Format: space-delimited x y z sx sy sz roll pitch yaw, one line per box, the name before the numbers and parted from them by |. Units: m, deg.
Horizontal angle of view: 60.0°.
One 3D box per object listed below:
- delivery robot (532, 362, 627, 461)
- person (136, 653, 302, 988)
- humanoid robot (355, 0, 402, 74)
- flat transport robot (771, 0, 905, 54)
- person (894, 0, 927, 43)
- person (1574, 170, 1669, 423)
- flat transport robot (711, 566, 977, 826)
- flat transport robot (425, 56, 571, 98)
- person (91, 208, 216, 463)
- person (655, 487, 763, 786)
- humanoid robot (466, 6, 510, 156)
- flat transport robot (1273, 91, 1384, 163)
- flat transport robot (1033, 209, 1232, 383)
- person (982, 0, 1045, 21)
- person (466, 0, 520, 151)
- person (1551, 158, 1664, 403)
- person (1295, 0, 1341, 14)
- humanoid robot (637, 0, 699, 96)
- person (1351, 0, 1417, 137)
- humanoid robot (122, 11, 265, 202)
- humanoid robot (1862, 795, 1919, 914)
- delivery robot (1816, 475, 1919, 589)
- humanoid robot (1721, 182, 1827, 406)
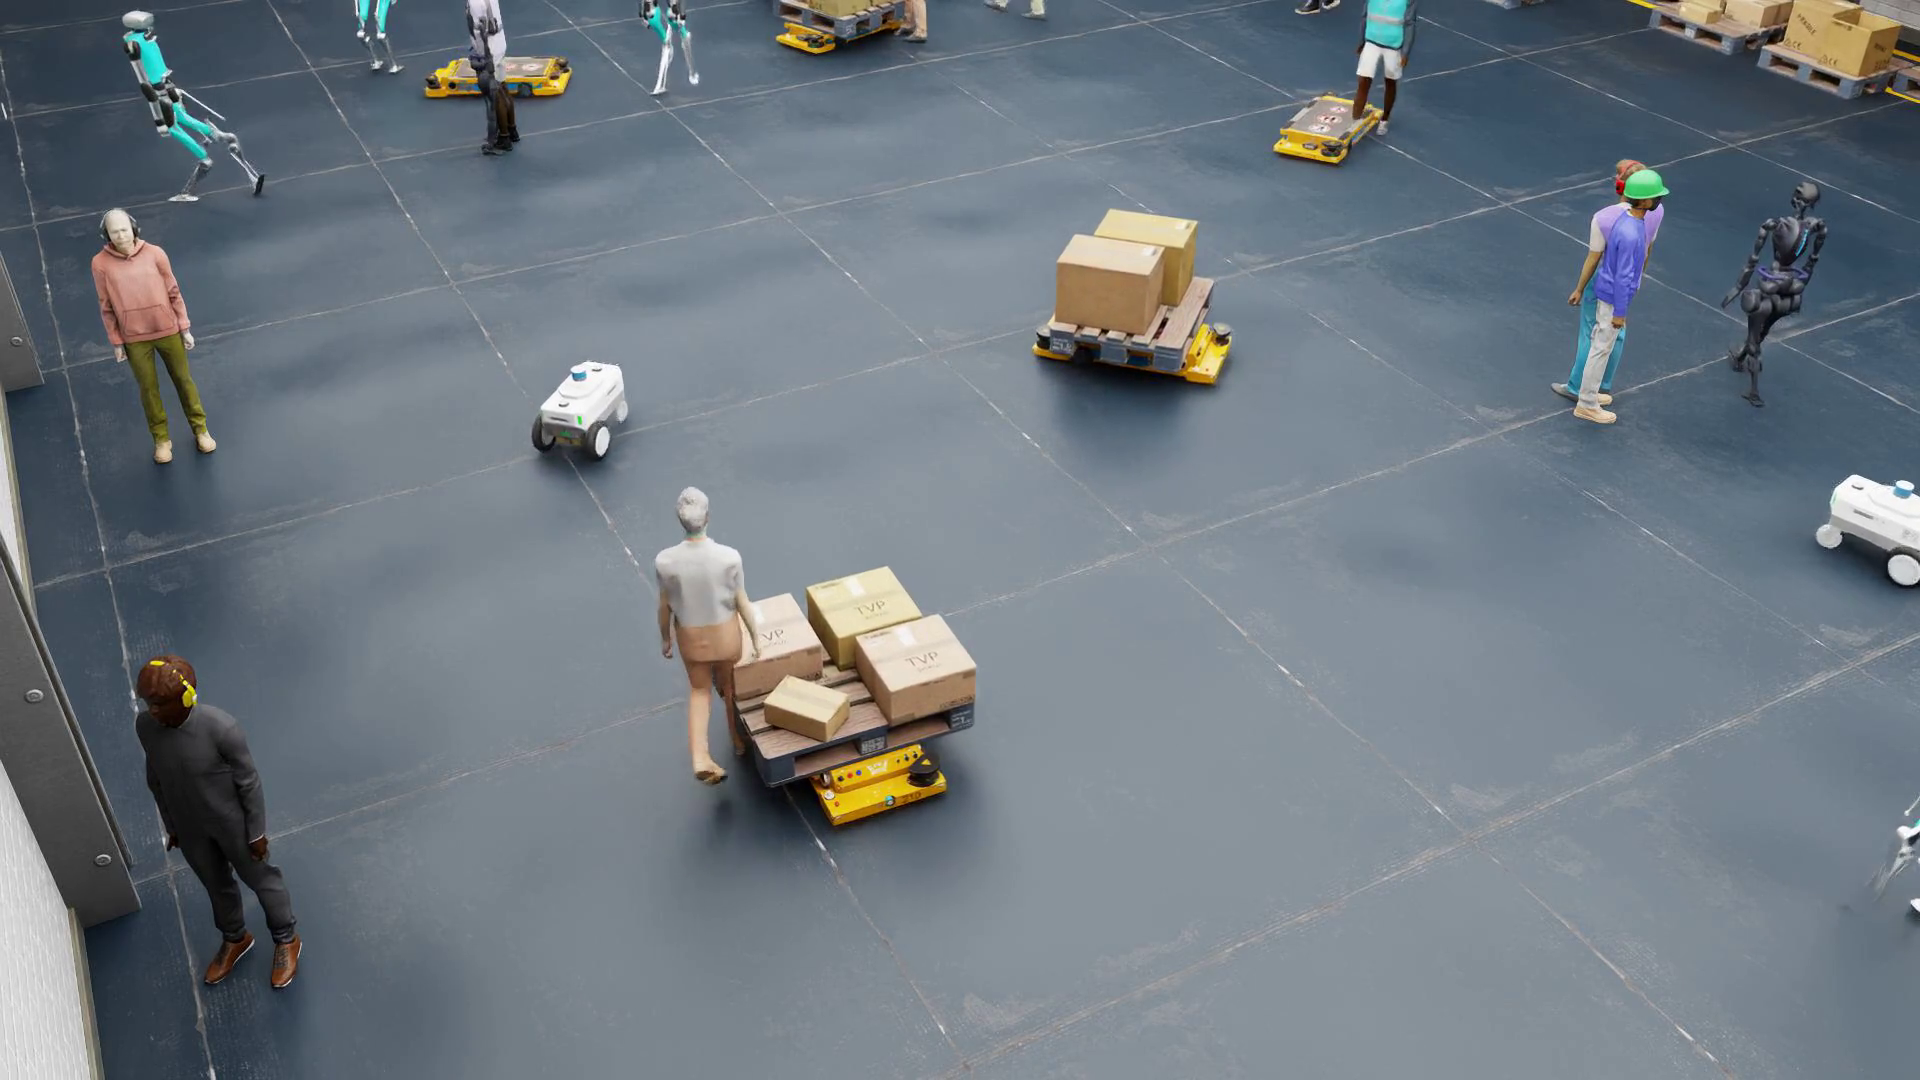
delivery robot | -2.684 -0.931 11.811 0.499 0.613 0.796 9 36 13
person | -3.357 1.275 7.497 0.491 1.875 0.355 4 35 5
humanoid robot | -6.301 -5.845 17.729 0.531 1.737 0.713 0 35 1
flat transport robot | -1.379 -5.922 19.171 0.659 0.231 1.431 27 43 33
person | -0.570 -6.460 18.734 0.449 1.648 0.513 -29 44 -35
person | 4.663 -1.728 11.786 0.341 1.875 0.460 8 36 11
flat transport robot | -0.664 0.991 9.301 0.659 0.231 1.431 -15 38 -20
flat transport robot | -4.927 -4.943 17.773 1.431 0.231 0.659 -2 35 -2
person | -5.529 -1.408 11.361 0.521 1.837 0.374 -17 38 -22
person | -1.311 0.547 8.677 0.540 1.714 0.613 1 35 1
humanoid robot | -4.529 -4.524 15.951 0.324 1.645 0.593 -10 36 -14
flat transport robot | 3.700 -4.126 16.606 0.659 0.231 1.431 18 39 24
flat transport robot | 1.342 -1.547 12.924 1.431 0.231 0.659 11 37 15
person | 0.625 -6.964 19.331 0.898 1.794 0.643 12 37 17
person | -4.555 -4.689 15.969 0.381 1.929 0.541 0 35 1
person | 4.676 -1.835 11.962 0.562 1.844 0.391 -12 37 -16
person | 4.293 -7.165 19.501 0.574 1.927 0.635 7 36 10
humanoid robot | -3.034 -5.575 17.415 0.534 1.784 0.892 7 36 10
person | 4.085 -4.786 16.130 0.592 1.902 0.885 18 39 24
humanoid robot | -6.834 -3.877 14.983 0.984 1.762 0.549 -2 35 -3
humanoid robot | 4.739 1.186 7.844 0.763 1.895 0.544 -5 35 -8
delivery robot | 5.944 -0.102 10.601 0.499 0.582 0.773 -27 43 -33
humanoid robot | 5.911 -1.856 12.173 0.605 1.627 0.751 -4 35 -6
